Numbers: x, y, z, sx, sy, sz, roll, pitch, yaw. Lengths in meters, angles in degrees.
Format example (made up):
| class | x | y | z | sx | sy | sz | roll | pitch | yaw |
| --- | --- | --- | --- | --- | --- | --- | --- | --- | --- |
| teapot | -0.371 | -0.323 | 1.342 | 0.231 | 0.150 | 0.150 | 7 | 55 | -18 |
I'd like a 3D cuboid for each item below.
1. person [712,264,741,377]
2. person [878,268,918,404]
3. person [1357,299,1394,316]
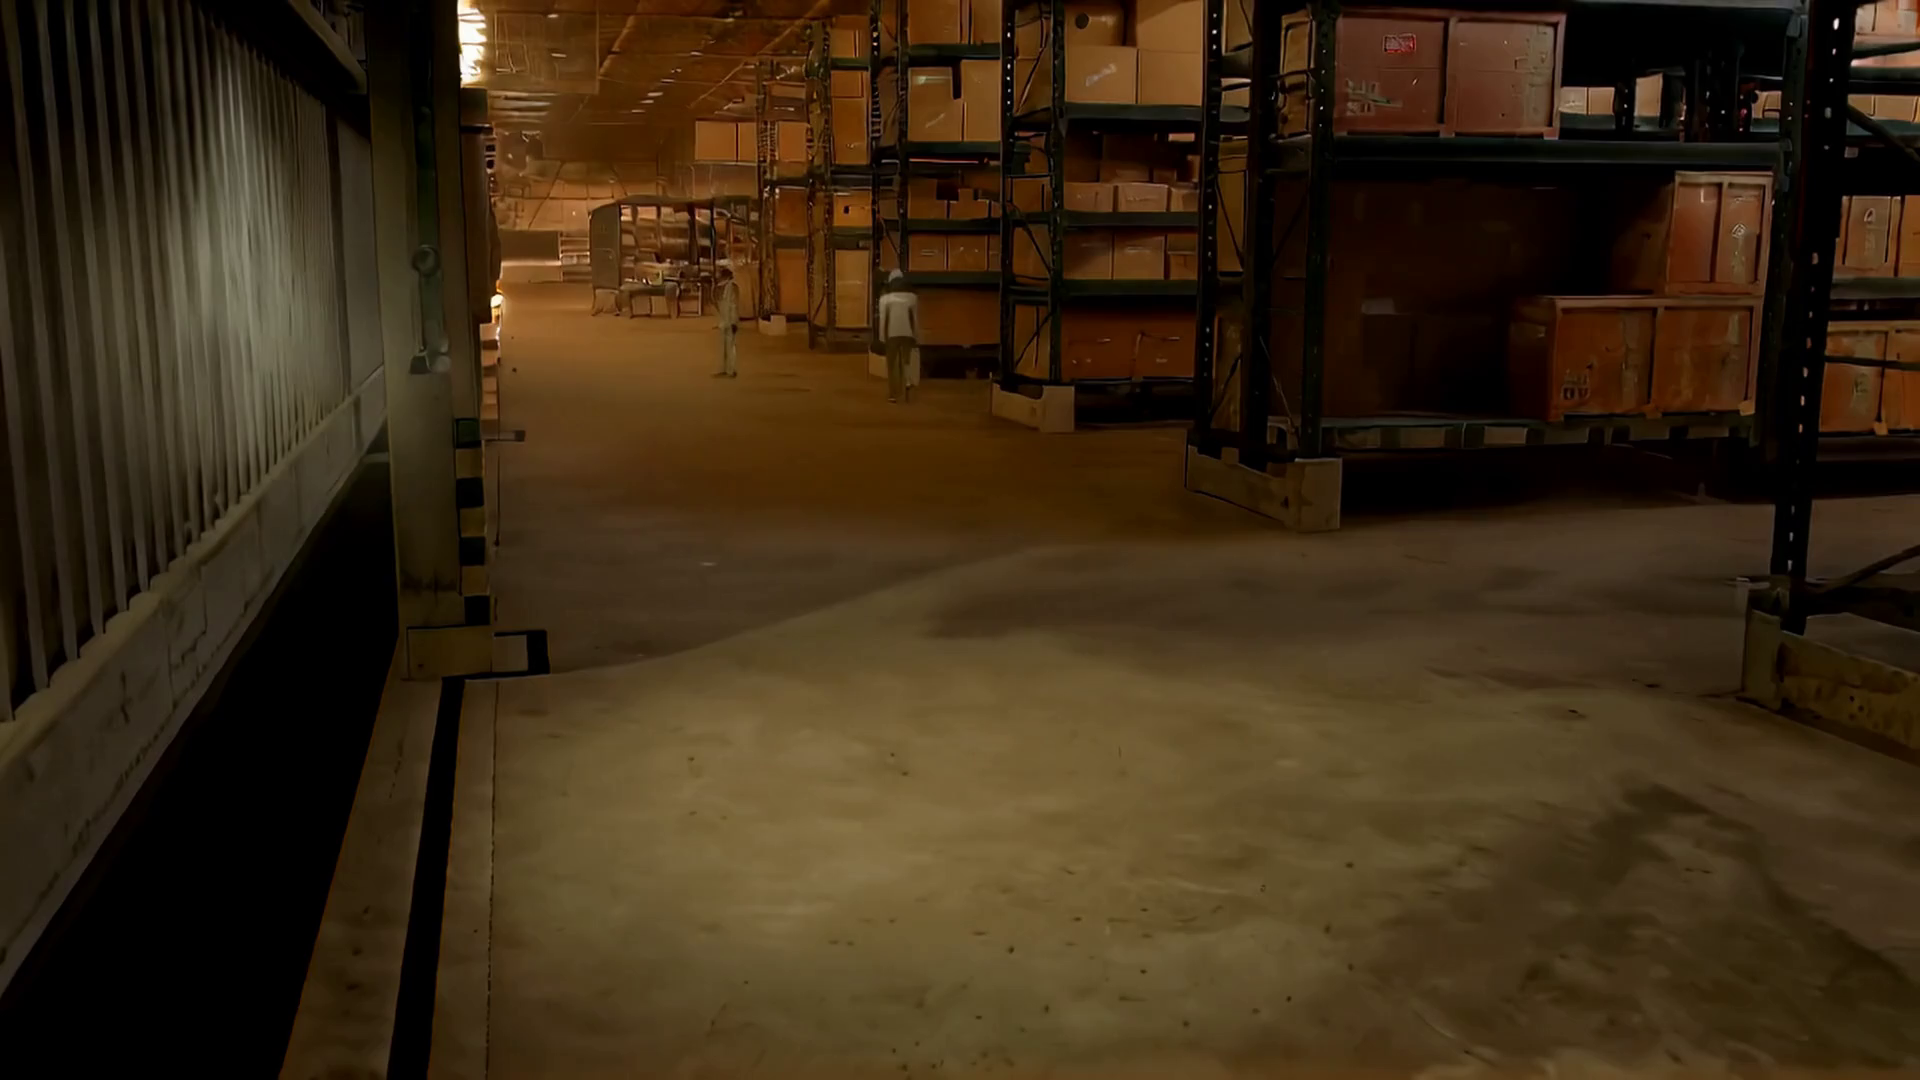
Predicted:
| class | x | y | z | sx | sy | sz | roll | pitch | yaw |
| --- | --- | --- | --- | --- | --- | --- | --- | --- | --- |
| person | -3.640 | -3.397 | 25.821 | 0.560 | 1.743 | 0.334 | 8 | 13 | 40 |
| person | -0.779 | -2.610 | 21.341 | 0.542 | 1.752 | 0.455 | -3 | 11 | -19 |
| person | 4.332 | -1.981 | 17.593 | 0.479 | 1.816 | 0.627 | -1 | 10 | -7 |
